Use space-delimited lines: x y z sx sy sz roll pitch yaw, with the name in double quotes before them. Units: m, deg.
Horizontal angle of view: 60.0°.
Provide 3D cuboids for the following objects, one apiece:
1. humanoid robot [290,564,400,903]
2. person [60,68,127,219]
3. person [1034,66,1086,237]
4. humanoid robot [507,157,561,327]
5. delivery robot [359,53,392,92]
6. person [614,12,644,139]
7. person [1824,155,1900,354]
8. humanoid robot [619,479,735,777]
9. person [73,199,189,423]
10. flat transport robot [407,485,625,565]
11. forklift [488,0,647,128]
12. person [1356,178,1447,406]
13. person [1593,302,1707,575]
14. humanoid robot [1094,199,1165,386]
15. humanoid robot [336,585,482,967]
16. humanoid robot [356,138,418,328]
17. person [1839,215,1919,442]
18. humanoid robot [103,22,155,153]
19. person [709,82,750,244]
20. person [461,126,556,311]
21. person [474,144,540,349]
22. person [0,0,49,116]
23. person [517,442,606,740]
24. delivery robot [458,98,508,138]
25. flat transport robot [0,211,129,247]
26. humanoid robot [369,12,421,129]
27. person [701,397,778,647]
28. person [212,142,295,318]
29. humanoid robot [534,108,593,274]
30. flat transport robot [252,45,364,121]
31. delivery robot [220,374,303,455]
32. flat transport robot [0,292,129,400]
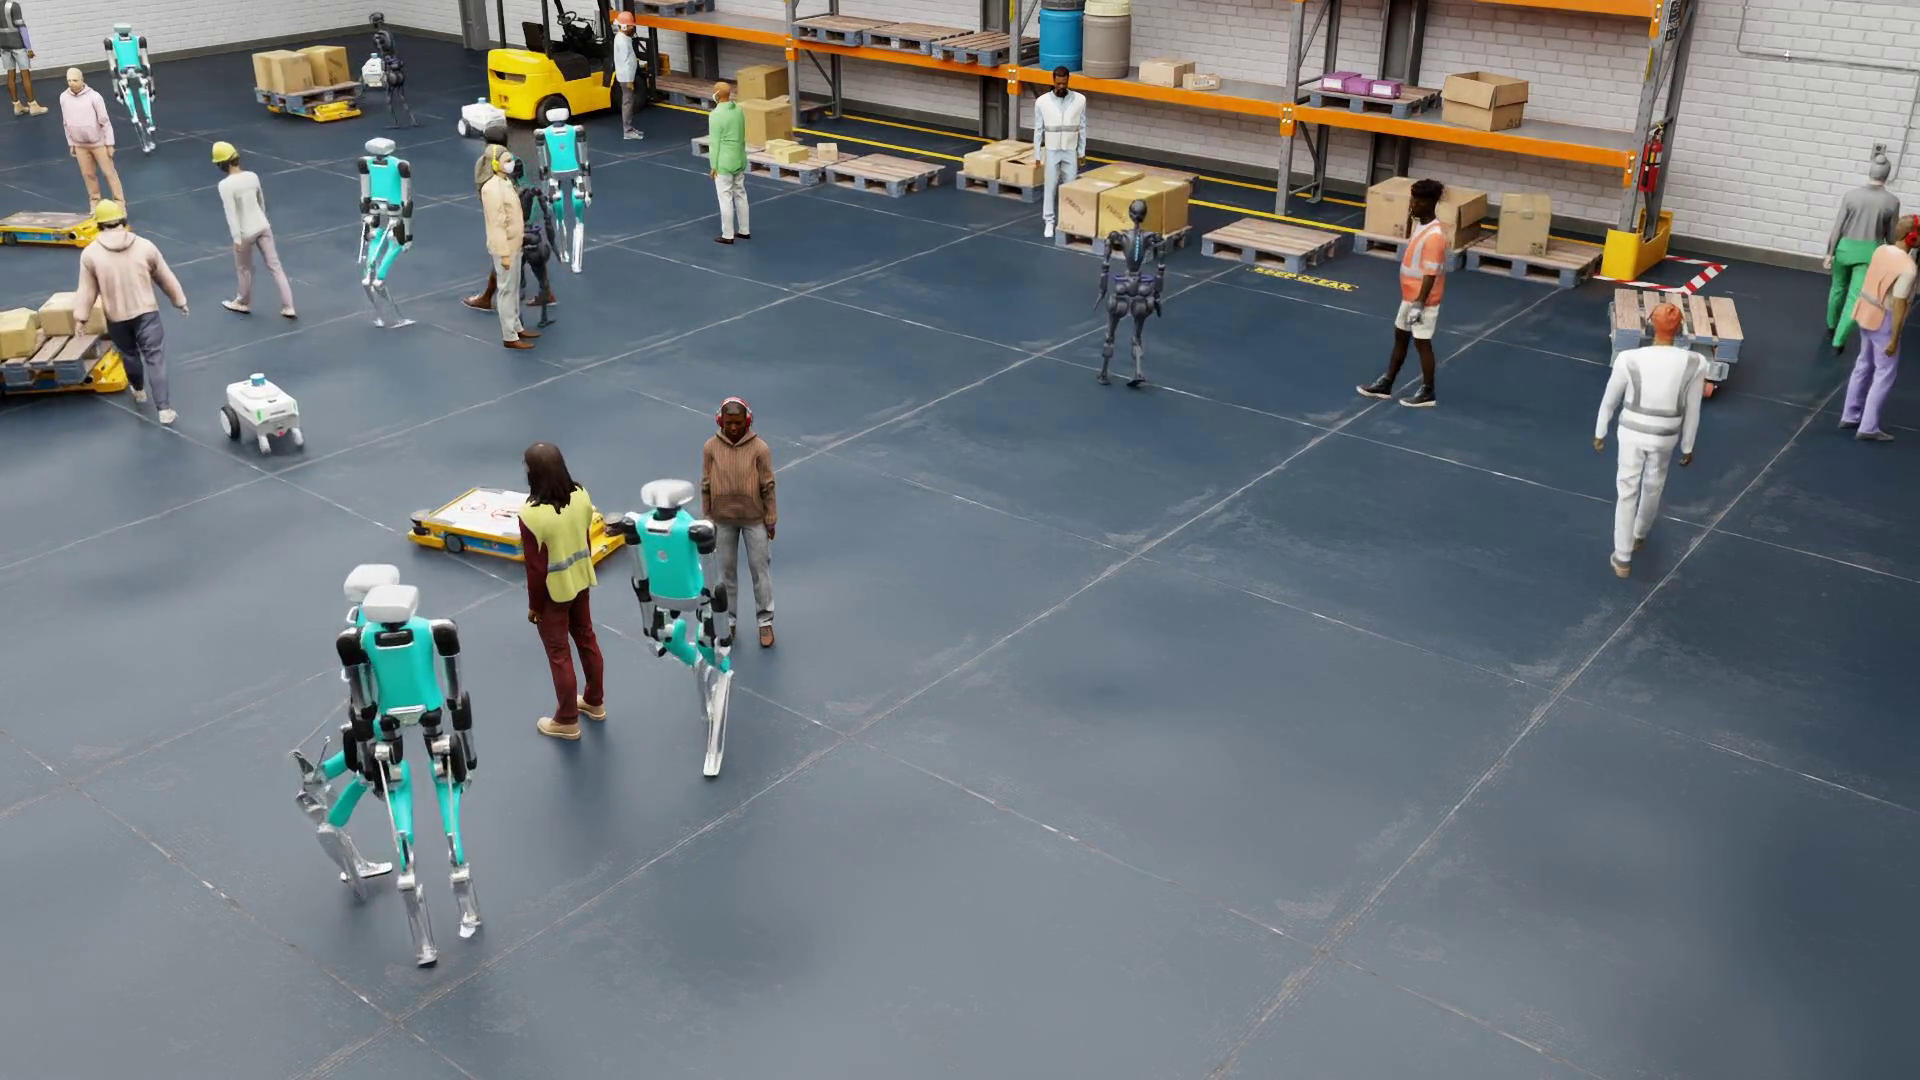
"humanoid robot" -2.950 0.990 7.942 0.781 1.859 0.528 -3 26 -6
"person" -10.114 -4.615 19.409 0.543 1.773 0.410 1 26 1
"person" 1.124 -4.380 18.764 0.597 1.907 0.410 -4 26 -8
"humanoid robot" -4.115 -2.809 15.764 0.599 1.641 0.482 5 26 9
"delivery robot" -9.422 -7.530 26.859 0.510 0.614 0.785 -4 26 -9
"person" -4.669 -6.542 23.429 0.351 1.739 0.572 -6 26 -12
"person" 8.329 -2.677 15.347 0.560 1.794 0.917 16 30 30
"humanoid robot" -1.384 0.422 9.094 0.556 1.854 0.868 9 27 17
"person" -6.869 -1.907 13.760 0.855 1.796 1.014 -11 28 -22
"flat transport robot" -3.112 -0.076 11.728 1.431 0.231 0.659 10 28 20
"forklift" -5.874 -7.334 24.552 1.214 2.155 2.313 19 32 34
"person" 3.770 -2.049 13.901 0.653 1.953 0.620 1 26 2
"person" 4.613 -0.732 11.249 0.607 1.861 0.774 6 26 12
"humanoid robot" 1.466 -2.109 14.332 0.597 1.630 0.455 -1 26 -1
"humanoid robot" -2.477 1.151 7.541 0.546 1.803 0.809 -4 26 -9
"humanoid robot" -5.530 -2.876 15.826 0.535 1.759 0.779 5 26 10
"person" 7.374 -1.703 13.299 0.429 1.838 0.580 1 26 1
"humanoid robot" -11.059 -6.021 22.341 0.545 1.743 0.962 -16 30 -30
"person" -2.577 -4.198 18.540 0.390 1.778 0.534 15 30 28
"person" -4.484 -3.136 16.301 0.928 1.809 0.494 -2 26 -4
"person" -4.190 -2.707 15.332 0.406 1.877 0.553 -1 26 -2
"person" -14.135 -7.391 24.841 0.614 2.041 0.380 5 26 10
"person" -2.204 0.285 9.255 0.362 1.767 0.475 15 29 28
"delivery robot" -6.759 -5.970 23.605 0.499 0.593 0.789 -23 34 -39
"flat transport robot" -10.287 -3.518 18.855 1.431 0.231 0.659 4 26 8
"humanoid robot" -8.160 -6.754 23.953 0.475 1.630 0.604 0 26 0
"person" -1.347 -0.120 10.235 0.463 1.648 0.327 1 26 2
"person" -6.907 -2.980 16.064 0.871 1.712 0.582 11 28 21
"humanoid robot" -4.176 -3.681 17.595 0.545 1.860 0.836 -7 27 -15
"flat transport robot" -9.774 -6.543 25.120 1.431 0.231 0.659 18 31 33
"delivery robot" -5.626 -1.045 13.420 0.499 0.608 0.801 -21 33 -36
"flat transport robot" -8.033 -1.452 14.578 1.431 0.231 0.659 -5 26 -9
